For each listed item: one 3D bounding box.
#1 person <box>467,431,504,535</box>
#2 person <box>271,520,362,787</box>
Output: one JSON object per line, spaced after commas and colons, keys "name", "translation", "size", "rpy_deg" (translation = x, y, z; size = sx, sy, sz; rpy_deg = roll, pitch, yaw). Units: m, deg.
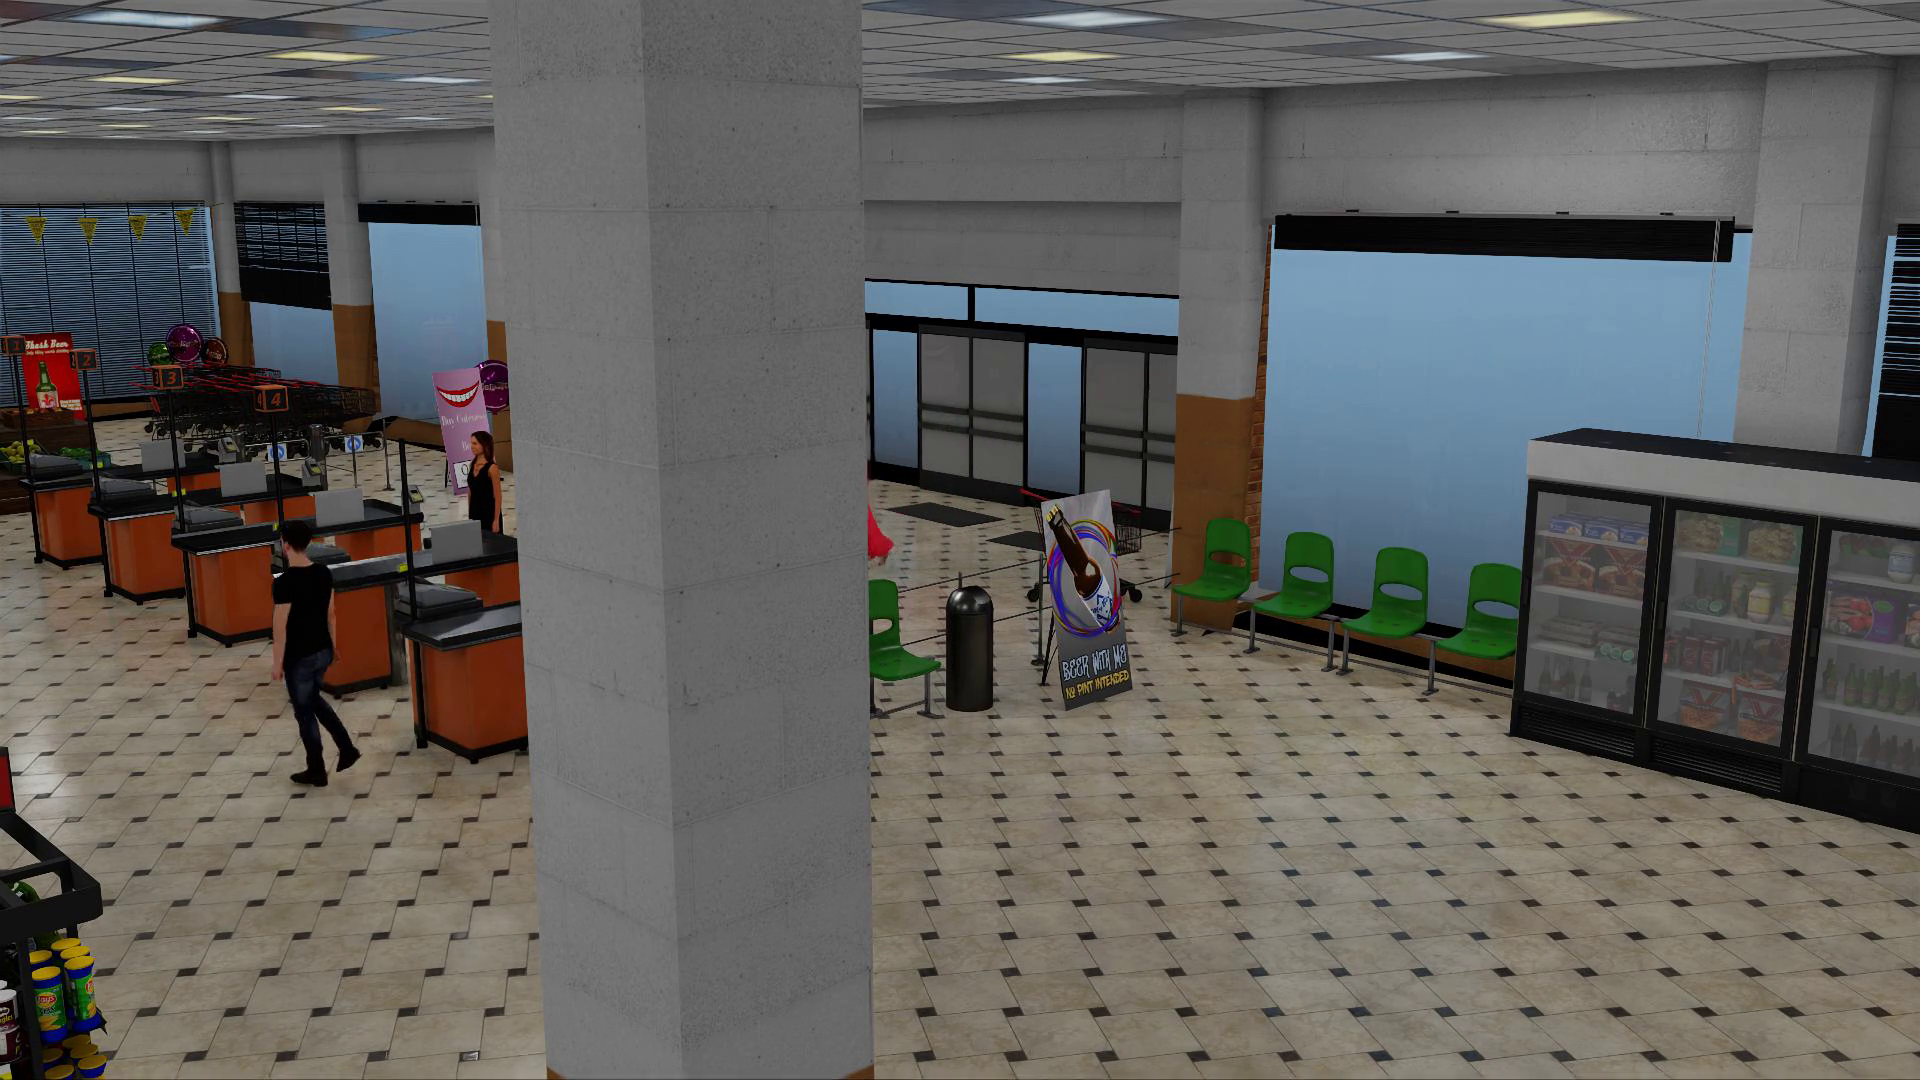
{"name": "person", "translation": [-4.622, -0.152, 16.222], "size": [0.617, 1.834, 0.582], "rpy_deg": [8, 14, 33]}
{"name": "person", "translation": [-4.459, 0.810, 11.533], "size": [0.884, 1.883, 0.838], "rpy_deg": [5, 13, 22]}
